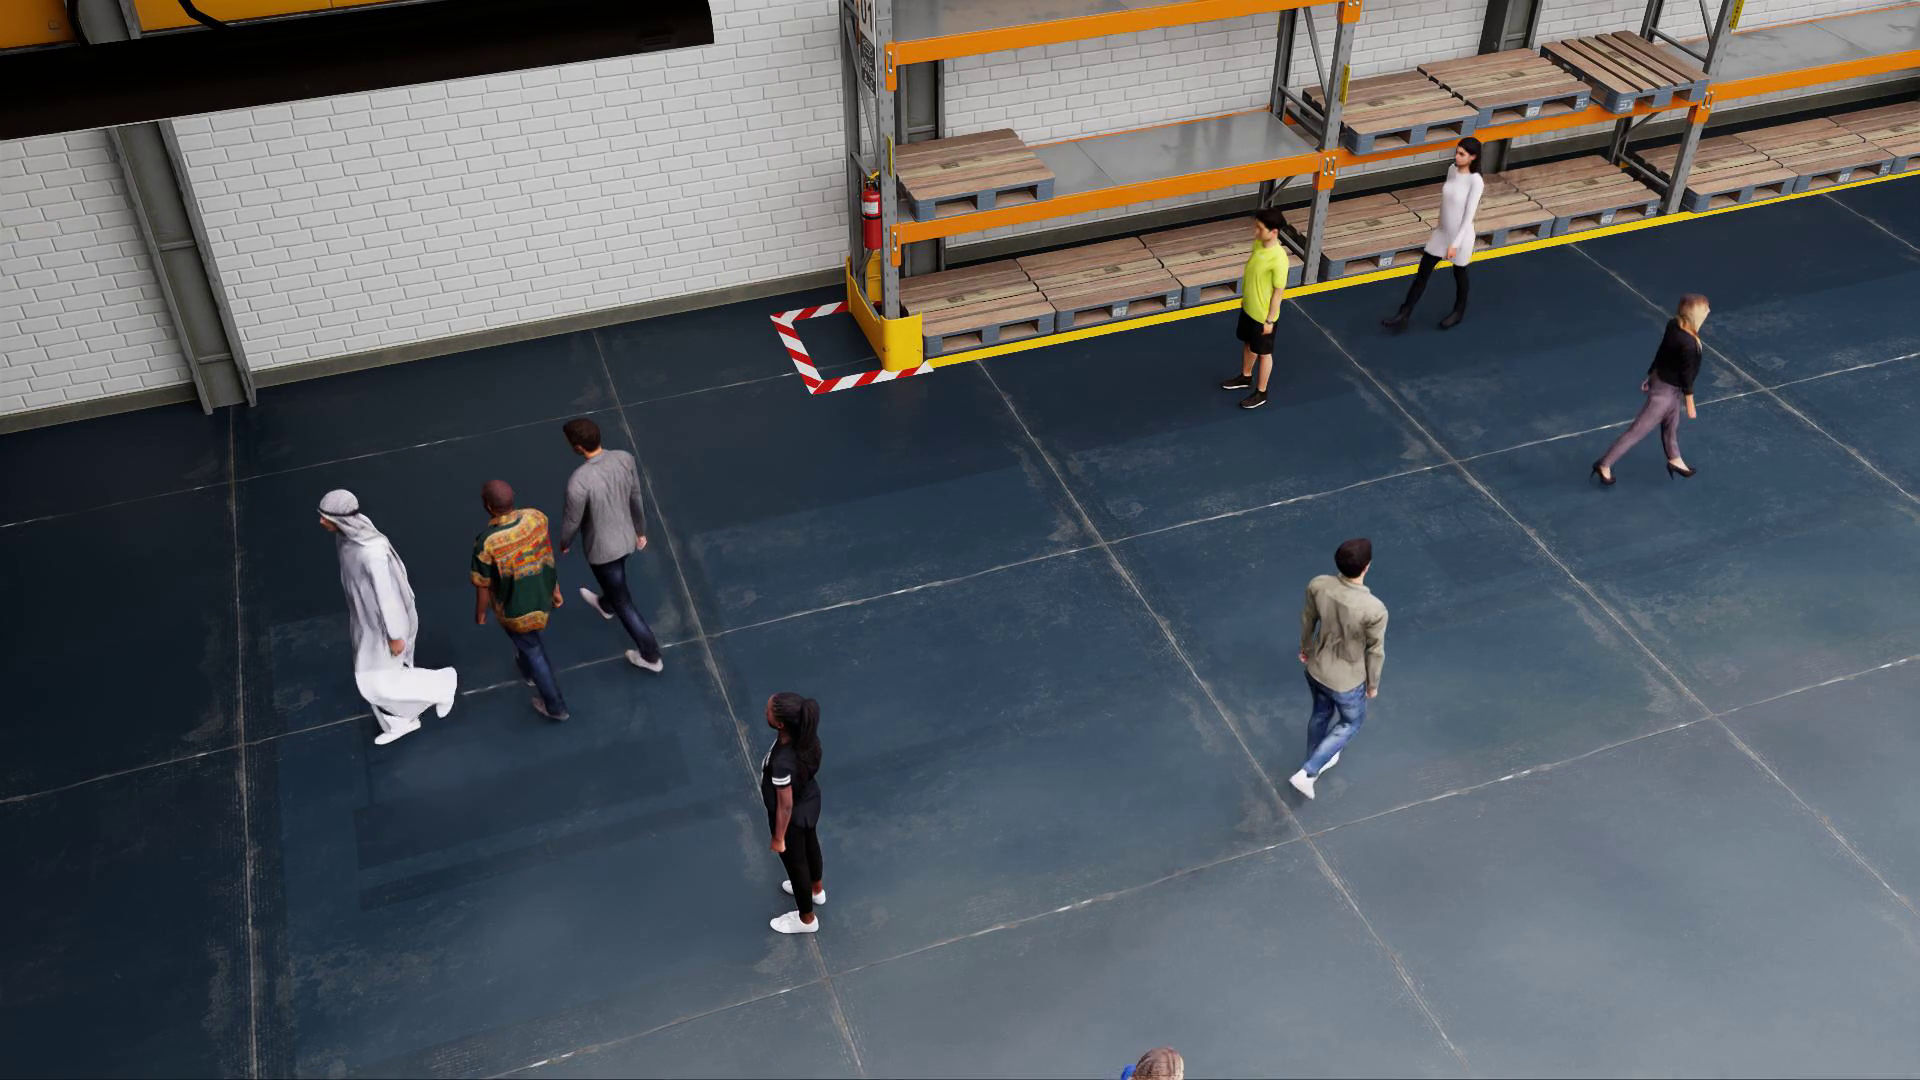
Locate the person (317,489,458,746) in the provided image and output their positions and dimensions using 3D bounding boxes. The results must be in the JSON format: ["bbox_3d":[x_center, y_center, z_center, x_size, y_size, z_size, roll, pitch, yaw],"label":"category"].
[{"bbox_3d":[-3.458,0.445,10.153,0.989,1.912,0.872,-31,48,-32],"label":"person"}]

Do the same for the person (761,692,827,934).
[{"bbox_3d":[-0.897,1.466,9.022,0.740,1.729,0.711,8,39,10],"label":"person"}]

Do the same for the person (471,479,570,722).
[{"bbox_3d":[-2.646,0.422,10.283,1.005,1.786,1.000,27,46,30],"label":"person"}]

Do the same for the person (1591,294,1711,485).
[{"bbox_3d":[5.082,-1.052,12.253,1.116,1.630,0.912,5,39,6],"label":"person"}]

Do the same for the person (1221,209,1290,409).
[{"bbox_3d":[2.392,-1.868,13.212,0.513,1.709,0.608,-13,40,-16],"label":"person"}]

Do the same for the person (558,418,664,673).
[{"bbox_3d":[-2.196,0.075,10.694,1.178,1.815,1.202,23,44,26],"label":"person"}]

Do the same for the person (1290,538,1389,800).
[{"bbox_3d":[2.162,0.807,9.746,0.979,1.855,0.890,-32,48,-33],"label":"person"}]

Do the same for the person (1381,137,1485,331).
[{"bbox_3d":[4.245,-2.554,14.020,1.061,1.771,0.668,-17,41,-20],"label":"person"}]
